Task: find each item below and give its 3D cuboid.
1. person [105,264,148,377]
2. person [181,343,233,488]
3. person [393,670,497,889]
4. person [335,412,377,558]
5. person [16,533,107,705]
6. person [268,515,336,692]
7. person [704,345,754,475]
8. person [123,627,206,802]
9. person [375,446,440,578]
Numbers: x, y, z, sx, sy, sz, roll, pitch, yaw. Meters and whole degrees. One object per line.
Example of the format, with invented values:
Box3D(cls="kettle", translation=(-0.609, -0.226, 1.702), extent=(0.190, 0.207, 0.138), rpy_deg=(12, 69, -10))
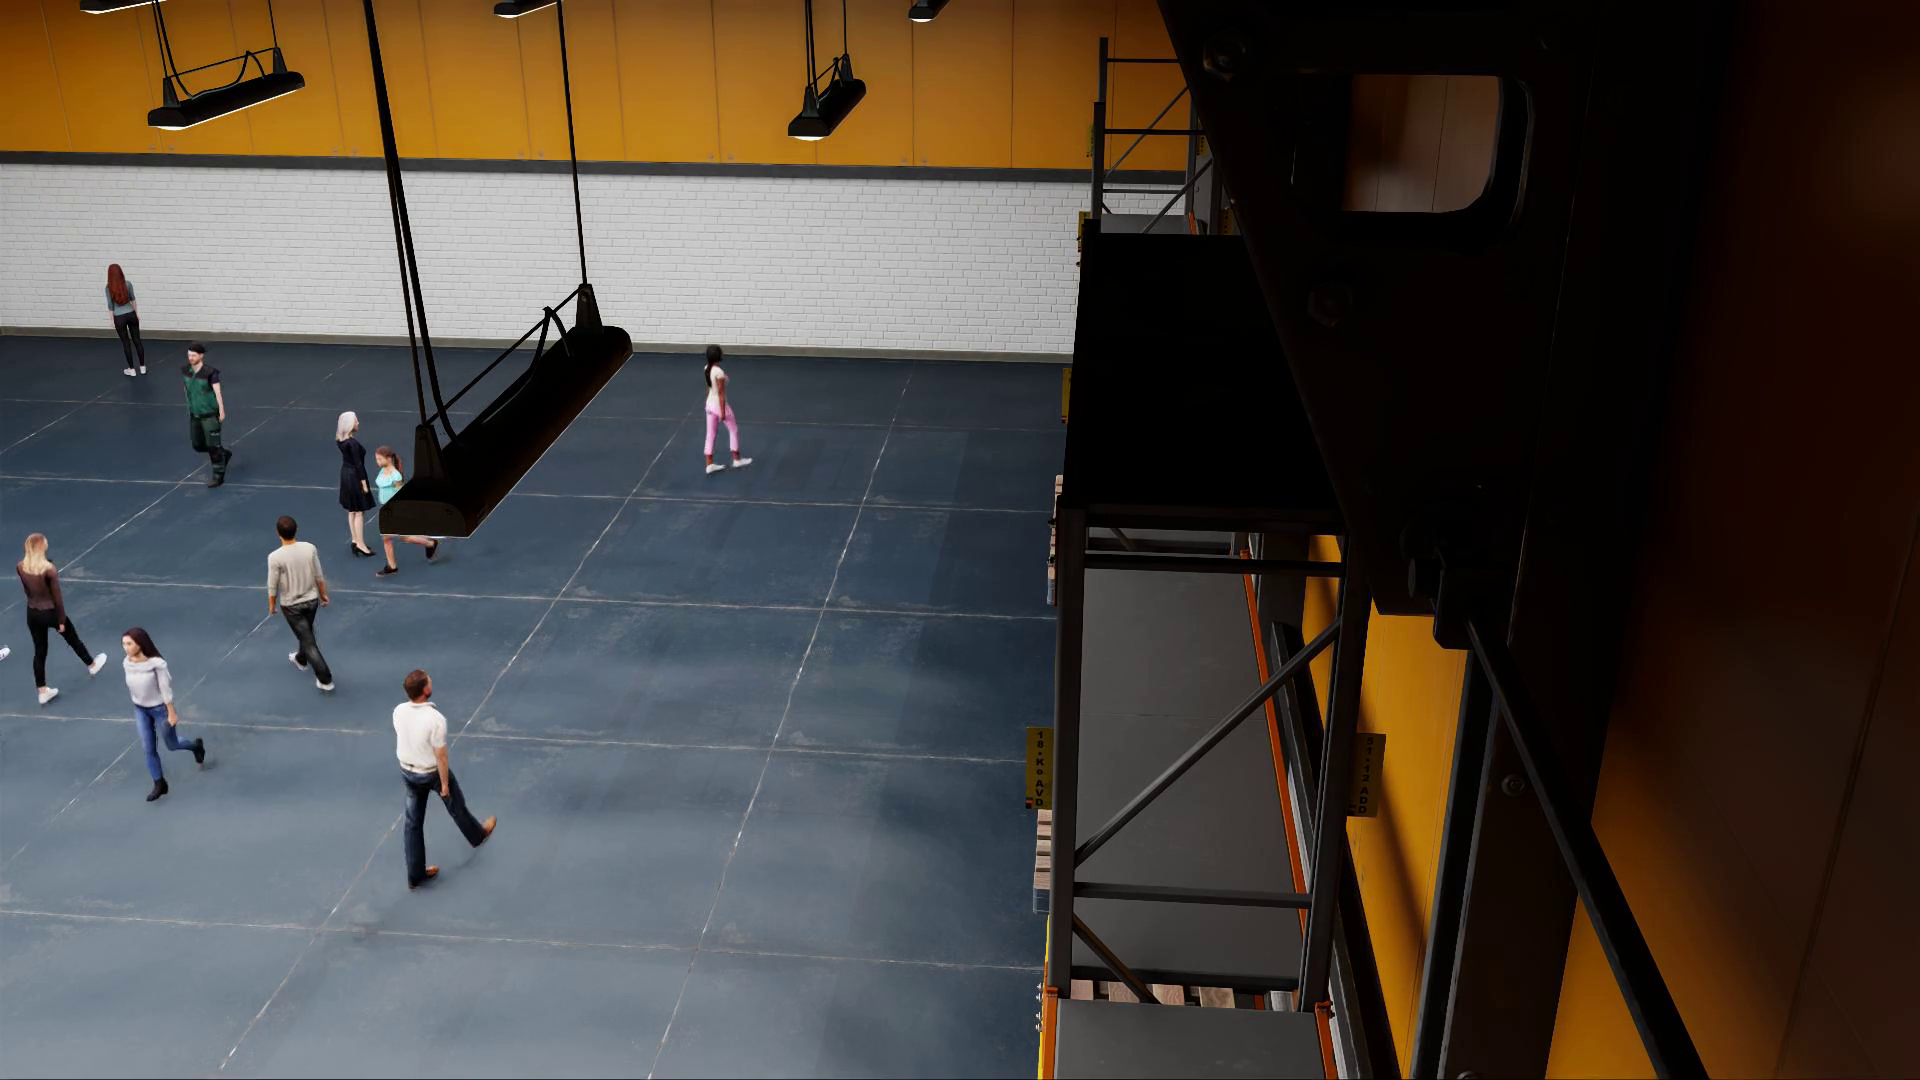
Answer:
Box3D(cls="person", translation=(-12.849, -3.398, 25.603), extent=(0.664, 1.743, 0.738), rpy_deg=(-22, 32, -40))
Box3D(cls="person", translation=(-9.665, -1.651, 21.425), extent=(0.774, 1.888, 0.929), rpy_deg=(7, 25, 15))
Box3D(cls="person", translation=(-4.351, 1.940, 13.302), extent=(0.905, 1.814, 1.238), rpy_deg=(9, 25, 21))
Box3D(cls="person", translation=(-7.026, -0.649, 19.318), extent=(0.750, 1.740, 0.693), rpy_deg=(-19, 30, -37))
Box3D(cls="person", translation=(-8.918, 0.793, 16.120), extent=(0.667, 1.659, 1.057), rpy_deg=(3, 24, 7))
Box3D(cls="person", translation=(-6.428, 0.657, 16.296), extent=(1.174, 1.767, 1.177), rpy_deg=(21, 31, 40))
Box3D(cls="person", translation=(-3.242, -1.688, 21.717), extent=(0.971, 1.721, 0.916), rpy_deg=(-19, 30, -37))
Box3D(cls="person", translation=(-7.017, 1.479, 14.612), extent=(0.711, 1.609, 0.974), rpy_deg=(6, 24, 14))
Box3D(cls="person", translation=(-6.341, -0.349, 18.891), extent=(1.043, 1.532, 0.936), rpy_deg=(-22, 32, -40))
